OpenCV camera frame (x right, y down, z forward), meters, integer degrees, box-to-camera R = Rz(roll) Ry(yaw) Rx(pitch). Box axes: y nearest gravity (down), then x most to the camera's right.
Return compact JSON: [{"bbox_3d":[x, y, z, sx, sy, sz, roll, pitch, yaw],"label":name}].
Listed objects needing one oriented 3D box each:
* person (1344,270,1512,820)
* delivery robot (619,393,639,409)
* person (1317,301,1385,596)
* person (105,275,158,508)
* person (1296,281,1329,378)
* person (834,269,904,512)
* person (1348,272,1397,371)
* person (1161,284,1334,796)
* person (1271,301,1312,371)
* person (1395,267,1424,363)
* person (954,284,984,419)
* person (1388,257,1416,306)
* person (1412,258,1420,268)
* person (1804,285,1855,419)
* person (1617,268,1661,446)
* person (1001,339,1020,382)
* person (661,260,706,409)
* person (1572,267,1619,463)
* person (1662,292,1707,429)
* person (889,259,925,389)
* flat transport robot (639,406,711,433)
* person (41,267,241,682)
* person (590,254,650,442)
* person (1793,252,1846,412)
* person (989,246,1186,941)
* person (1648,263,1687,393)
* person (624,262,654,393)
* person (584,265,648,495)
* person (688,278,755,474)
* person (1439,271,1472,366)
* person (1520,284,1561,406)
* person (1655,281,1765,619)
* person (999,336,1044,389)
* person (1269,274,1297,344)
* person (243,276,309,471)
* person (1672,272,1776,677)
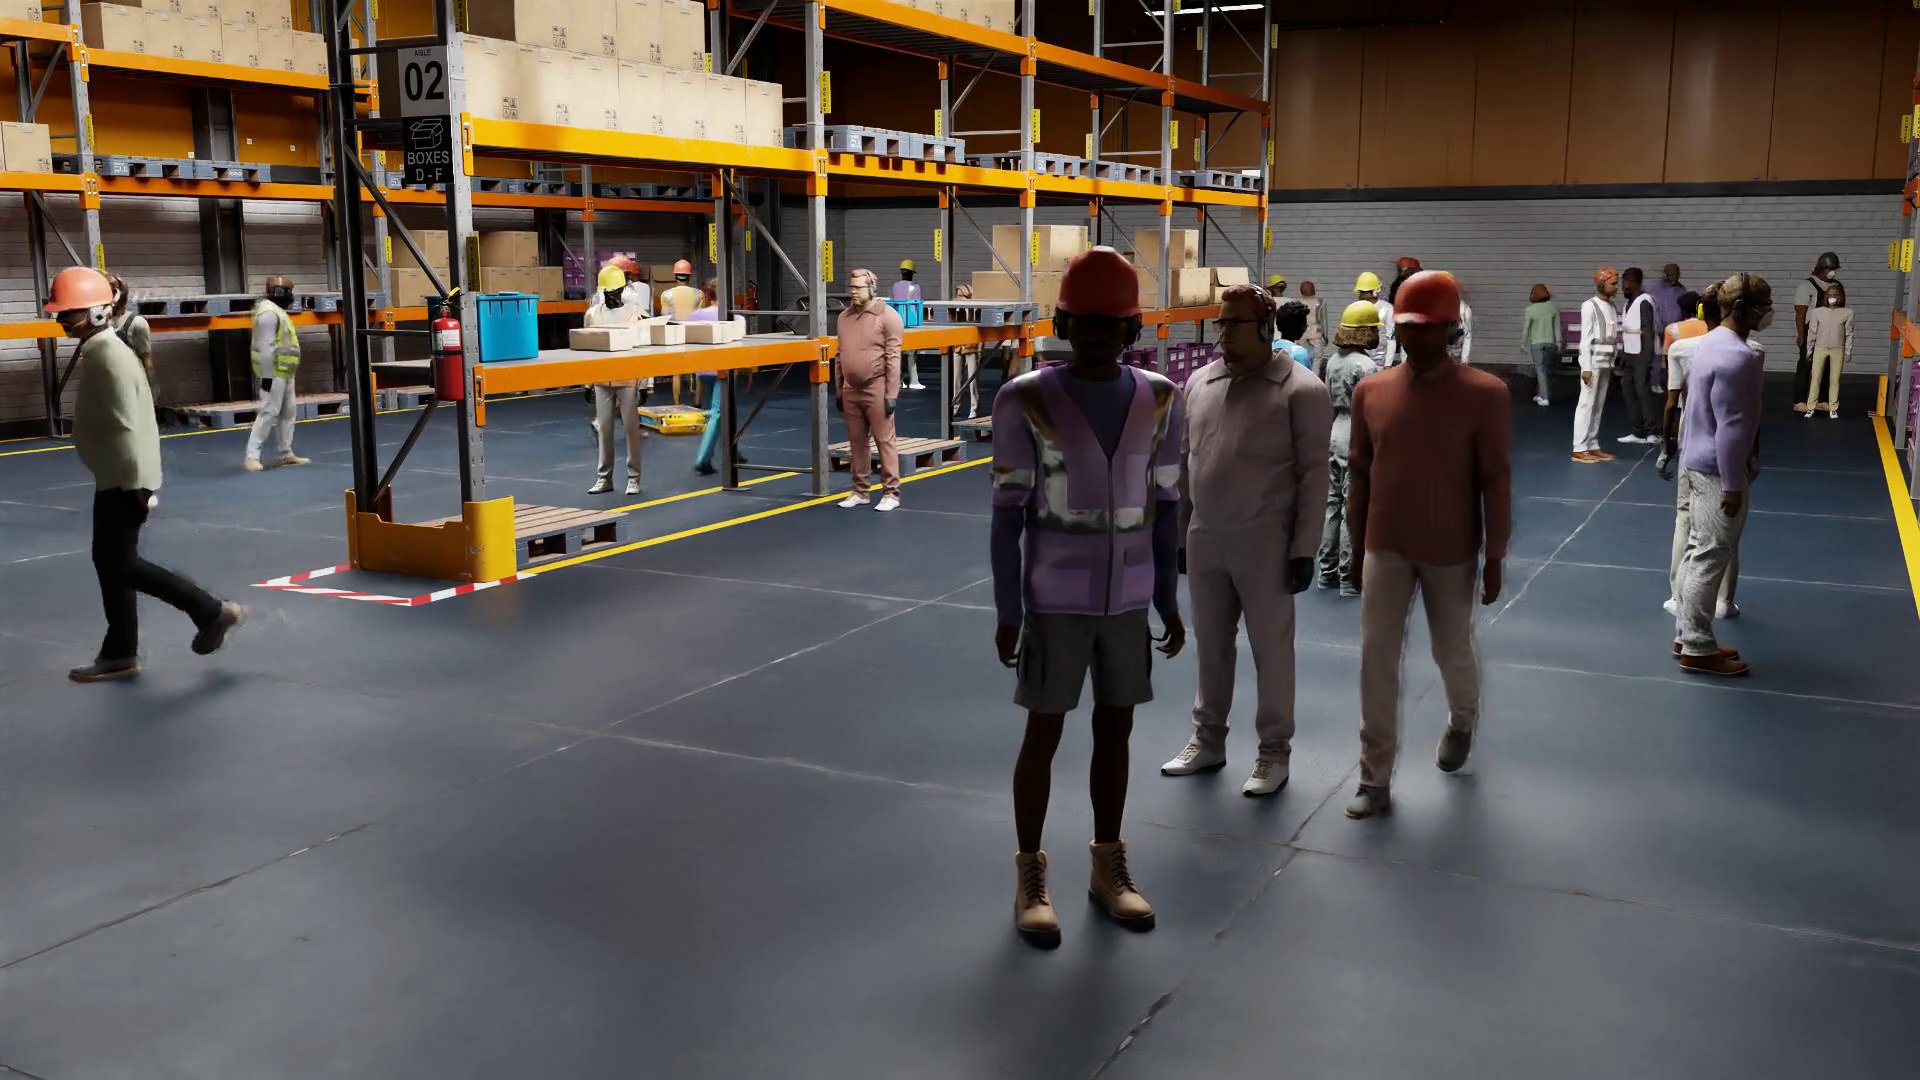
[{"bbox_3d":[1.735,-0.001,6.136,0.625,1.975,0.894,6,12,33],"label":"person"},{"bbox_3d":[-4.187,-1.815,20.406,0.477,0.478,0.707,1,10,4],"label":"delivery robot"},{"bbox_3d":[2.343,-0.542,9.869,0.300,1.743,0.493,-3,10,-18],"label":"person"},{"bbox_3d":[-6.630,-1.162,13.171,0.507,1.846,0.345,2,10,13],"label":"person"},{"bbox_3d":[4.996,-2.884,23.764,0.544,1.617,0.357,4,10,20],"label":"person"},{"bbox_3d":[-0.747,-1.174,13.099,0.635,1.899,0.398,7,12,35],"label":"person"},{"bbox_3d":[4.248,-1.874,17.363,0.592,1.819,0.404,9,13,42],"label":"person"},{"bbox_3d":[1.055,-0.002,6.276,0.652,1.906,0.409,9,13,42],"label":"person"},{"bbox_3d":[2.271,-0.813,11.589,0.319,1.692,0.533,-4,10,-21],"label":"person"},{"bbox_3d":[5.780,-2.531,21.124,0.621,1.838,0.429,-4,11,-22],"label":"person"},{"bbox_3d":[0.064,-2.302,20.370,0.512,1.638,0.312,5,11,28],"label":"person"},{"bbox_3d":[6.848,-3.325,25.362,0.962,1.950,0.647,1,10,3],"label":"person"},{"bbox_3d":[7.442,-3.676,27.456,0.373,1.935,0.552,5,11,28],"label":"person"},{"bbox_3d":[10.650,-2.301,20.375,0.505,1.632,0.269,5,11,28],"label":"person"},{"bbox_3d":[7.210,-1.934,17.578,0.386,1.868,0.783,0,10,1],"label":"person"},{"bbox_3d":[0.806,-3.248,24.891,0.612,1.964,0.364,1,10,7],"label":"person"},{"bbox_3d":[-3.366,-2.440,20.301,0.548,1.937,0.358,-2,10,-14],"label":"person"},{"bbox_3d":[6.178,-1.692,16.120,0.337,1.883,0.584,10,14,44],"label":"person"},{"bbox_3d":[7.049,-1.560,16.041,0.546,1.648,0.809,4,10,20],"label":"person"},{"bbox_3d":[-0.784,-3.203,24.751,0.586,1.925,0.369,6,11,31],"label":"person"},{"bbox_3d":[-3.293,-1.397,19.082,0.652,0.197,1.431,-5,11,-28],"label":"flat transport robot"},{"bbox_3d":[-3.884,-0.304,7.866,0.674,1.964,0.625,-6,11,-29],"label":"person"},{"bbox_3d":[-3.618,-1.999,17.547,0.620,2.014,0.930,5,11,28],"label":"person"},{"bbox_3d":[11.015,-2.651,21.221,0.689,2.000,0.538,-3,10,-14],"label":"person"},{"bbox_3d":[0.393,0.168,4.904,0.611,2.040,0.393,-3,10,-18],"label":"person"},{"bbox_3d":[10.178,-3.011,23.810,0.660,1.868,0.755,-2,10,-13],"label":"person"},{"bbox_3d":[-4.618,-3.027,23.851,0.360,1.884,0.574,7,12,35],"label":"person"},{"bbox_3d":[-2.887,-1.334,13.942,0.586,1.921,0.376,2,10,10],"label":"person"},{"bbox_3d":[-2.225,-1.521,15.405,0.588,1.799,0.982,4,11,24],"label":"person"},{"bbox_3d":[5.115,-1.938,17.697,0.602,1.830,0.404,5,11,27],"label":"person"},{"bbox_3d":[7.709,-2.606,22.193,0.518,1.599,0.733,-2,10,-9],"label":"person"},{"bbox_3d":[4.162,-0.496,9.246,0.535,1.868,0.309,4,10,20],"label":"person"},{"bbox_3d":[0.943,-3.048,24.030,0.536,1.867,0.990,6,12,32],"label":"person"},{"bbox_3d":[4.218,-2.637,21.998,0.537,1.751,0.401,-4,11,-22],"label":"person"},{"bbox_3d":[-6.489,-1.561,15.620,0.577,1.814,0.664,-2,10,-11],"label":"person"},{"bbox_3d":[3.664,-0.314,8.013,0.362,1.936,0.632,3,10,16],"label":"person"}]
